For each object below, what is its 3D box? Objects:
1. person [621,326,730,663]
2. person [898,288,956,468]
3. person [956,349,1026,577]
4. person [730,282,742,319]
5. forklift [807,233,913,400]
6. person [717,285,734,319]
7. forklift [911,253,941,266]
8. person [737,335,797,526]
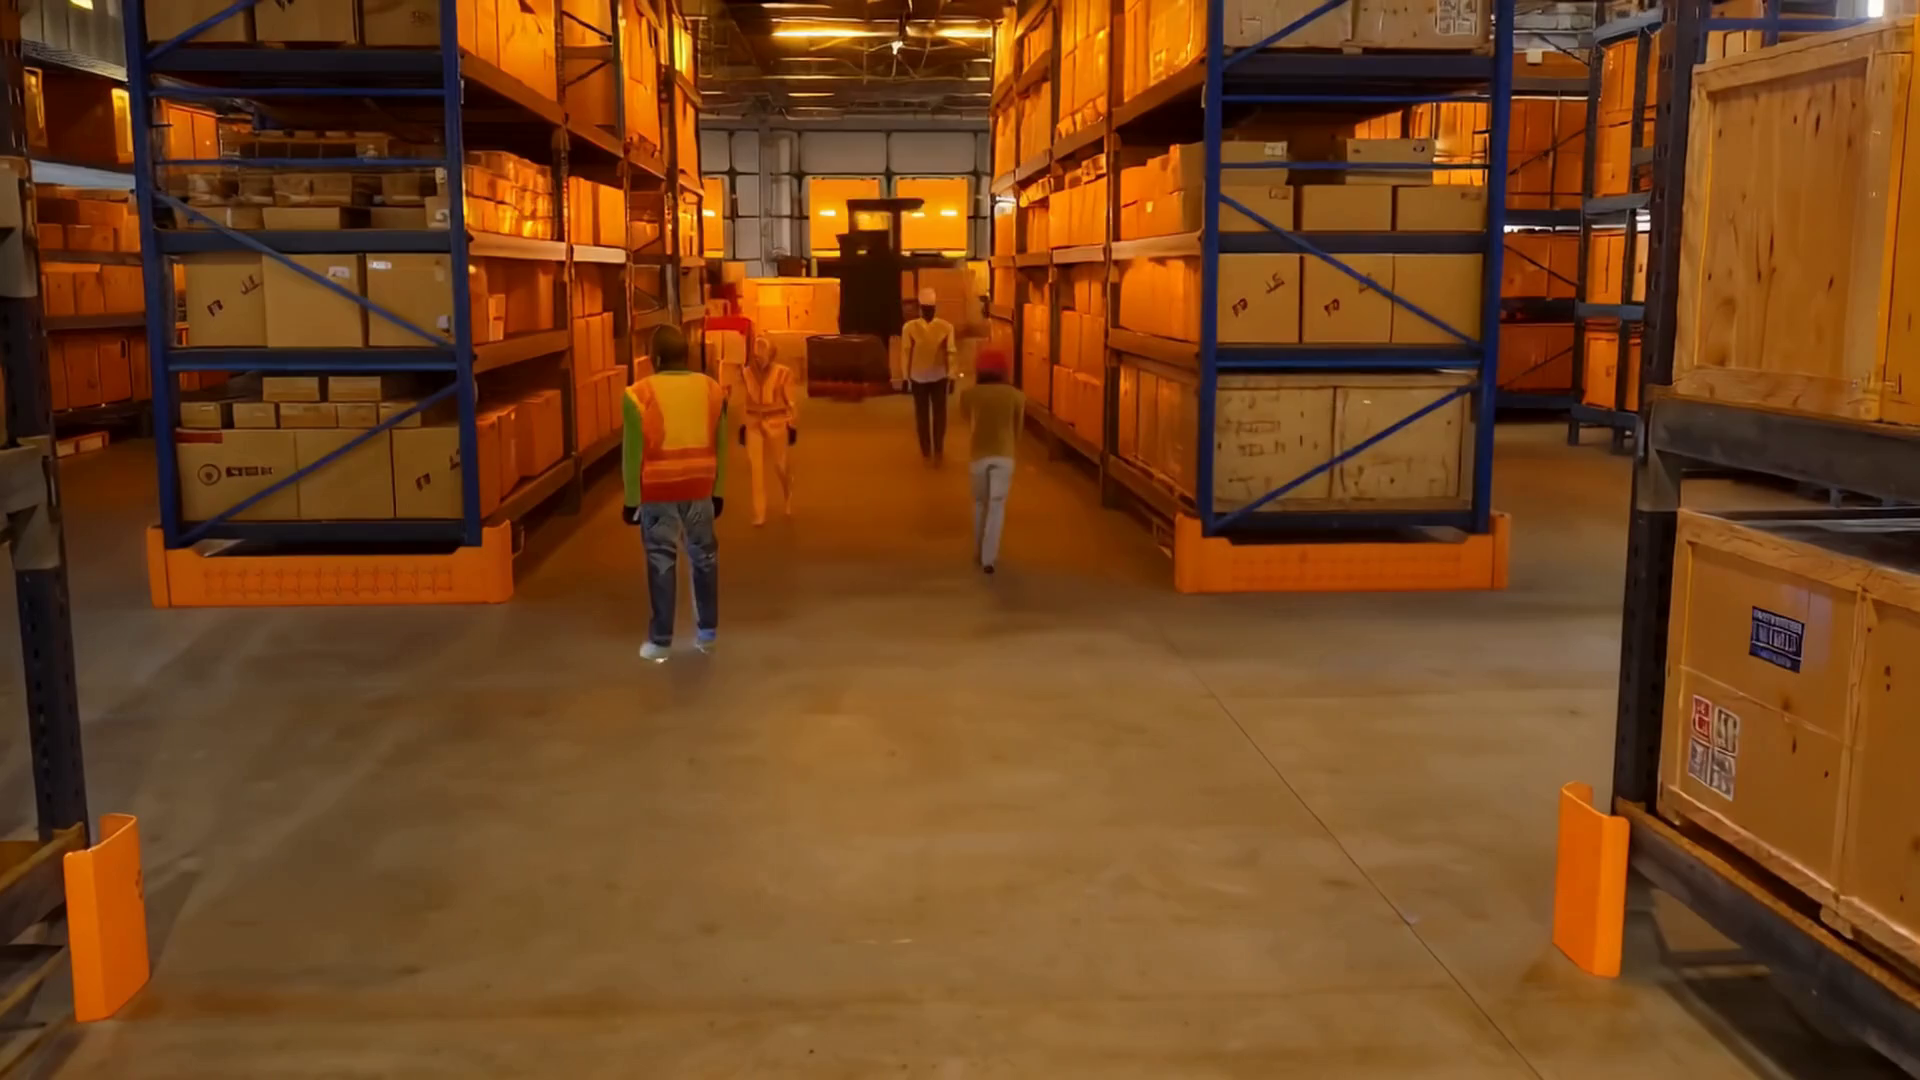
[{"bbox_3d":[-1.574,-0.248,9.143,0.623,1.844,0.429,-6,11,-33],"label":"person"},{"bbox_3d":[-0.358,-1.763,18.248,0.641,1.960,0.823,0,9,-2],"label":"person"},{"bbox_3d":[0.222,-0.566,11.910,0.496,1.580,0.862,0,9,2],"label":"person"},{"bbox_3d":[-7.306,-7.505,54.532,0.911,1.903,0.655,-4,10,-22],"label":"person"},{"bbox_3d":[-1.664,-3.842,28.454,1.129,2.768,1.873,7,11,36],"label":"forklift"},{"bbox_3d":[-5.013,-4.644,36.589,0.802,1.889,0.614,-3,10,-20],"label":"person"},{"bbox_3d":[-1.098,-7.823,53.451,1.129,2.768,1.873,-6,11,-32],"label":"forklift"},{"bbox_3d":[-1.634,-0.945,14.190,0.526,1.620,0.554,2,9,10],"label":"person"}]
